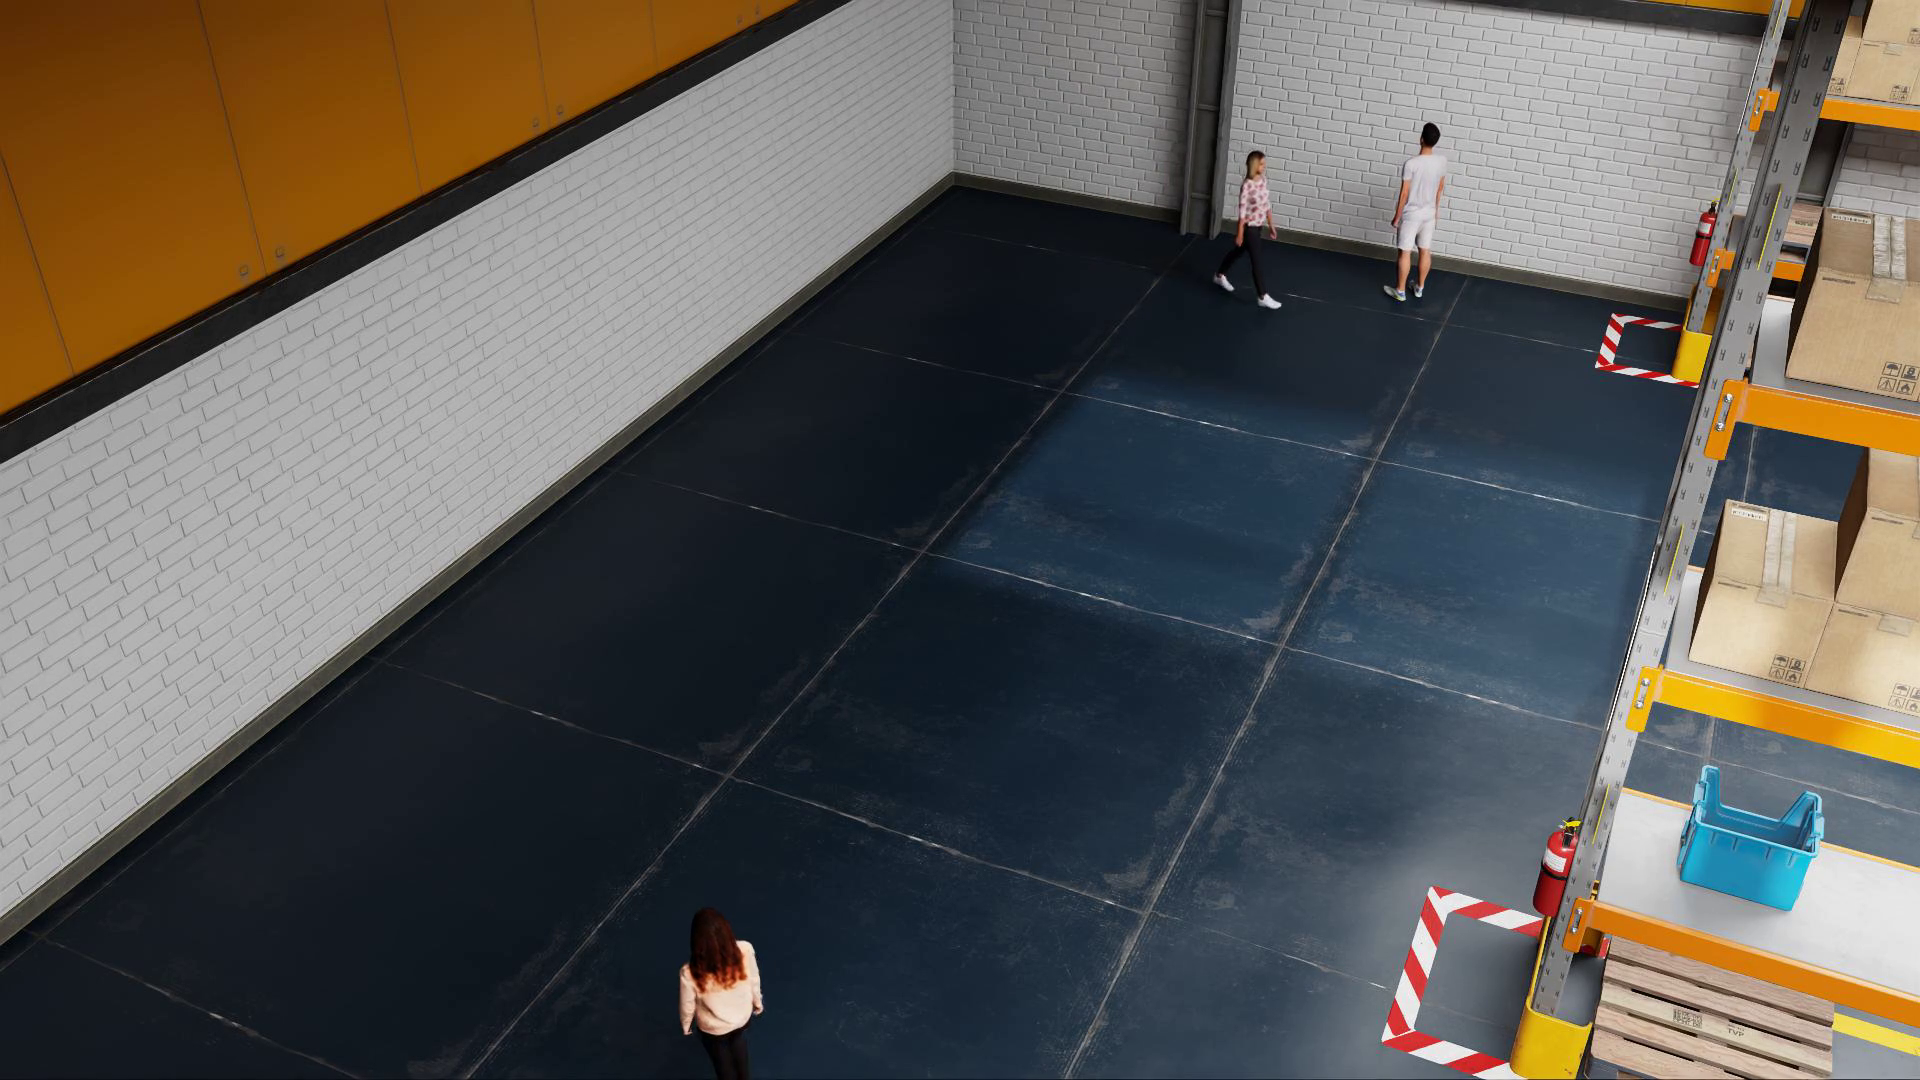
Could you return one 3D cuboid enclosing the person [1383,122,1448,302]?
[{"bbox_3d":[4.691,-3.357,17.037,0.748,1.855,0.813,-11,35,-16],"label":"person"}]

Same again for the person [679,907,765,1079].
[{"bbox_3d":[-1.193,2.493,8.579,0.672,1.475,0.696,-19,38,-26],"label":"person"}]

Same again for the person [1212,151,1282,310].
[{"bbox_3d":[2.918,-3.220,17.068,1.147,1.591,0.710,23,40,30],"label":"person"}]
